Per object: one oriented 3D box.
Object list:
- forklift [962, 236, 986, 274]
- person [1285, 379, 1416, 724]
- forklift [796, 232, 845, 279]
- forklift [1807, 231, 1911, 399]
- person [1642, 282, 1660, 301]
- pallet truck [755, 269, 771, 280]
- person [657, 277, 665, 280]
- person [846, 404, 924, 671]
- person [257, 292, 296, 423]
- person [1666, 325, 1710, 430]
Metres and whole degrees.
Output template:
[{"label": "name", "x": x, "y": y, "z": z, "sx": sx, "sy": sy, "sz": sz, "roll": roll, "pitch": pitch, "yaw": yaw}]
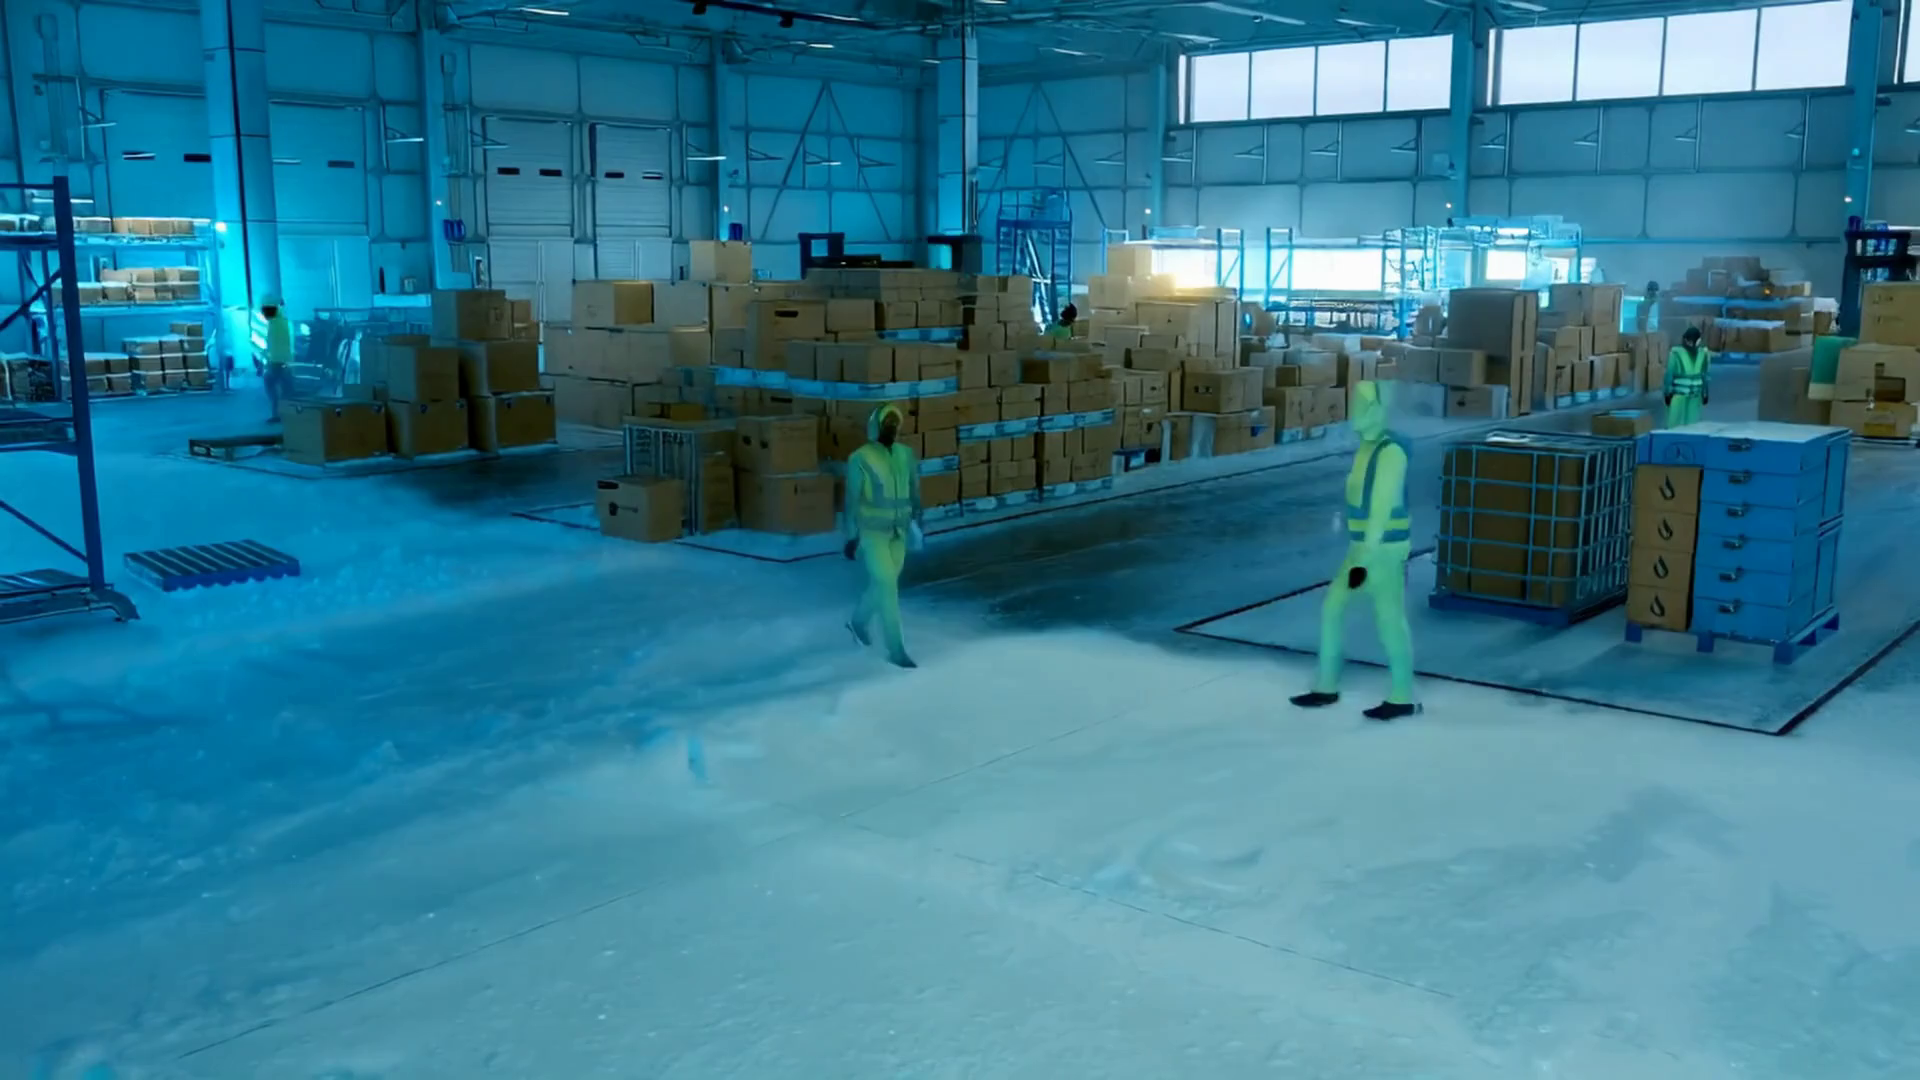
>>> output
[{"label": "forklift", "x": 0.315, "y": -5.710, "z": 38.901, "sx": 1.873, "sy": 2.768, "sz": 1.129, "roll": 2, "pitch": 10, "yaw": 14}, {"label": "person", "x": 2.104, "y": 0.079, "z": 8.866, "sx": 0.810, "sy": 1.854, "sz": 0.582, "roll": -1, "pitch": 10, "yaw": -3}, {"label": "forklift", "x": -2.551, "y": -4.254, "z": 30.611, "sx": 1.873, "sy": 2.768, "sz": 1.129, "roll": 8, "pitch": 13, "yaw": 40}, {"label": "forklift", "x": 15.129, "y": -3.738, "z": 27.674, "sx": 1.873, "sy": 2.768, "sz": 1.129, "roll": -8, "pitch": 13, "yaw": -40}, {"label": "person", "x": 13.814, "y": -4.212, "z": 33.251, "sx": 0.976, "sy": 1.860, "sz": 0.579, "roll": 4, "pitch": 11, "yaw": 21}, {"label": "pallet truck", "x": -4.996, "y": -6.432, "z": 45.525, "sx": 1.885, "sy": 1.965, "sz": 0.823, "roll": -6, "pitch": 12, "yaw": -32}, {"label": "person", "x": -6.443, "y": -4.714, "z": 35.958, "sx": 0.638, "sy": 1.928, "sz": 0.387, "roll": -4, "pitch": 11, "yaw": -23}, {"label": "person", "x": -0.495, "y": -0.049, "z": 10.294, "sx": 0.523, "sy": 1.611, "sz": 0.800, "roll": -8, "pitch": 13, "yaw": -38}, {"label": "person", "x": -9.946, "y": -2.636, "z": 24.171, "sx": 0.583, "sy": 1.905, "sz": 0.599, "roll": -10, "pitch": 14, "yaw": -44}, {"label": "person", "x": 8.654, "y": -1.735, "z": 19.804, "sx": 0.522, "sy": 1.638, "sz": 0.311, "roll": 0, "pitch": 10, "yaw": -2}]
